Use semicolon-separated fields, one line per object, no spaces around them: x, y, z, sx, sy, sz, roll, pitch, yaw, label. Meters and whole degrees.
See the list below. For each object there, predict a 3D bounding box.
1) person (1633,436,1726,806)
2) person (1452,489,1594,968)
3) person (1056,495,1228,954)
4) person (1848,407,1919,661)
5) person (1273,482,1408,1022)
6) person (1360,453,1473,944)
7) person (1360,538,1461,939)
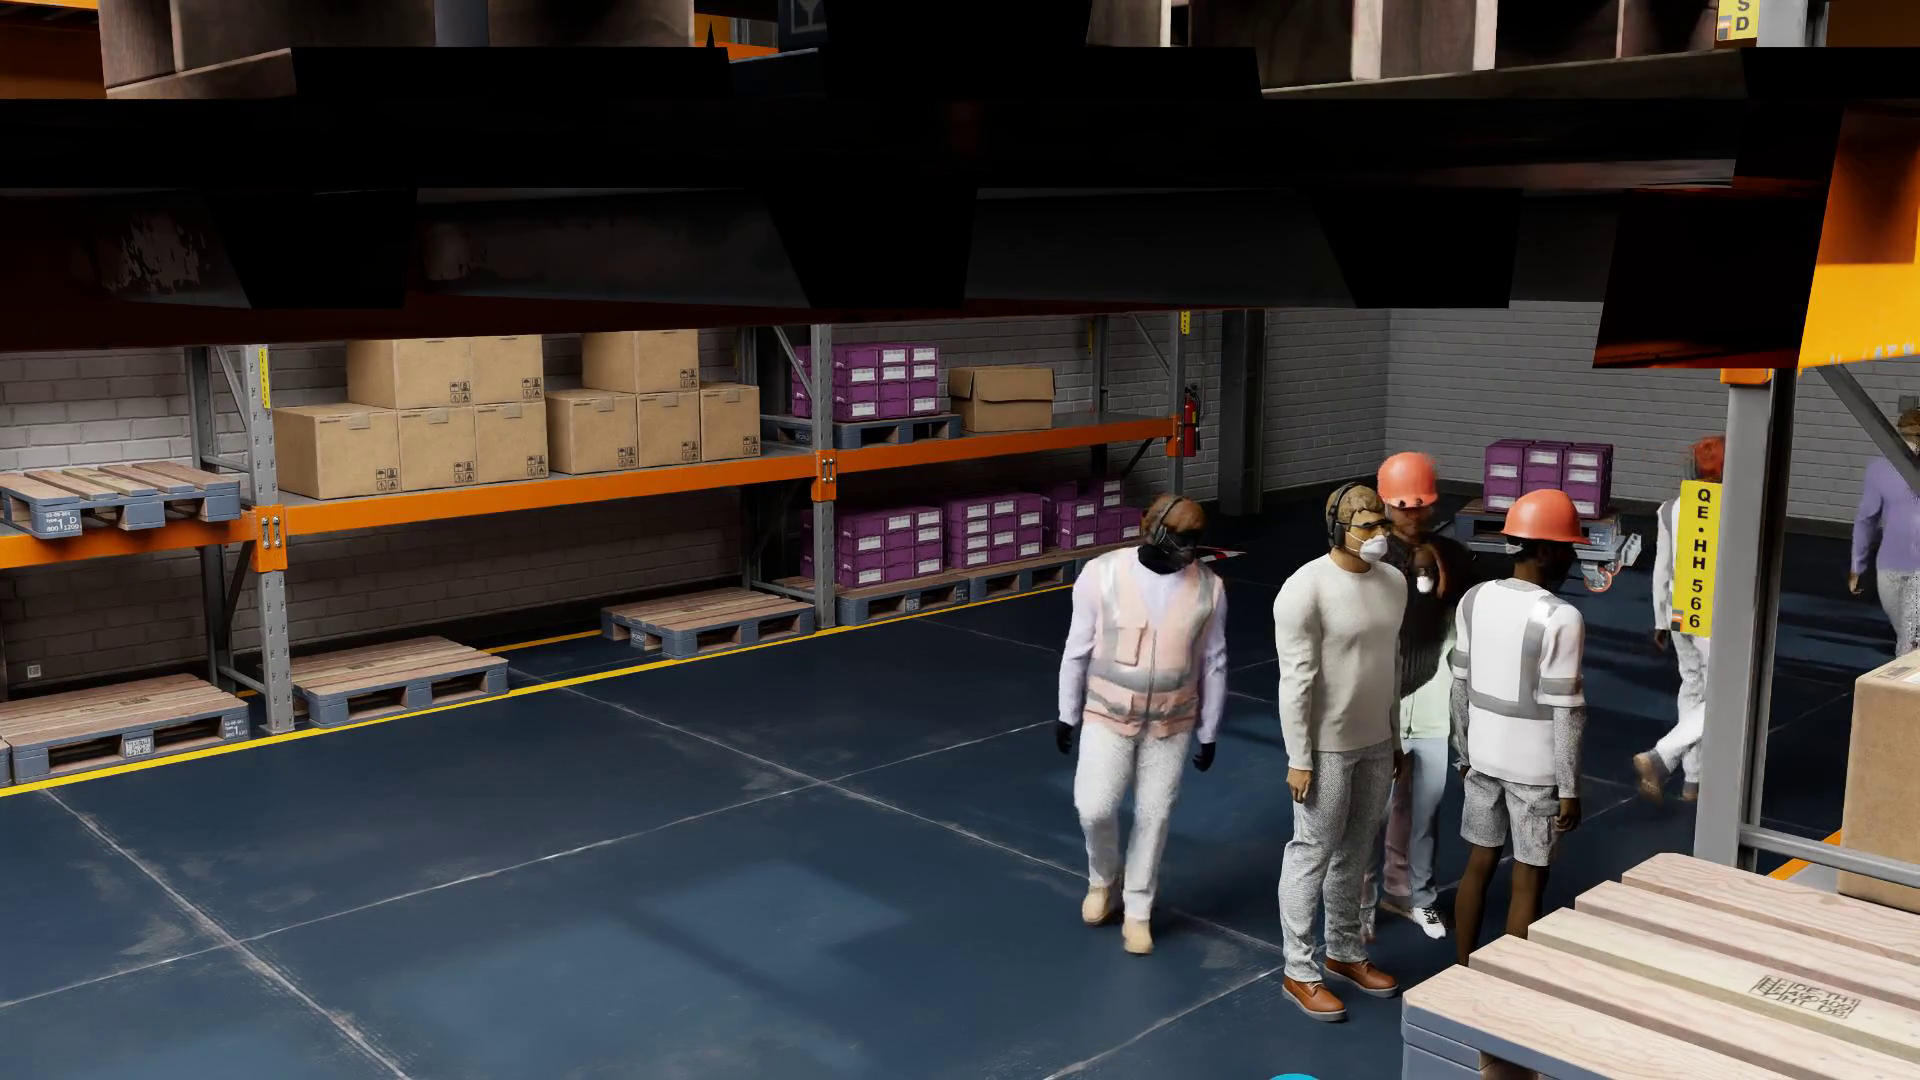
3.626;0.419;8.199;0.691;1.867;0.585;-5;11;-25;person
1.992;0.780;5.883;0.369;1.933;0.551;-5;11;-27;person
0.724;0.721;6.605;0.678;1.818;0.475;-1;10;-3;person
5.547;0.167;9.660;1.026;1.893;0.657;-7;12;-36;person
1.401;0.750;6.051;0.631;1.940;0.372;-8;12;-38;person
1.761;0.629;6.677;0.648;1.976;0.485;-2;10;-14;person
1.798;0.793;6.677;0.500;1.636;0.285;0;10;2;person
